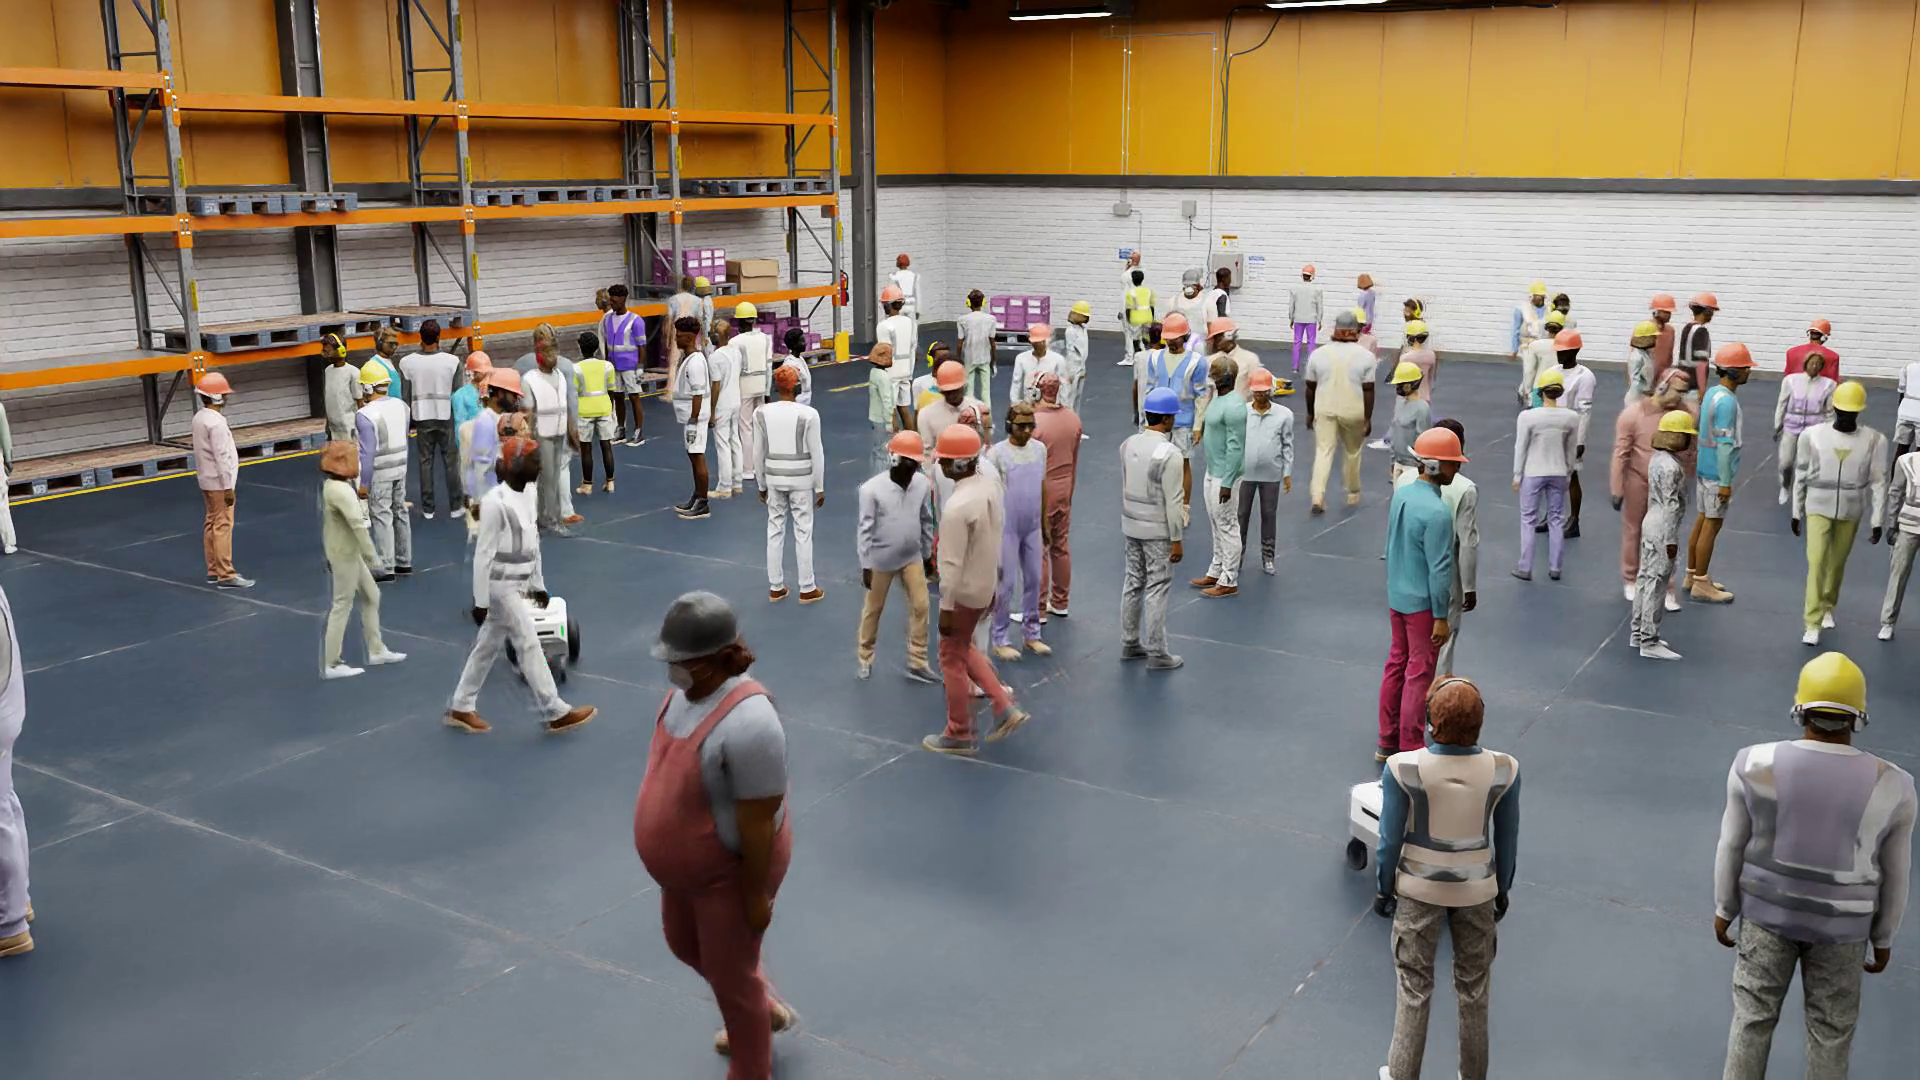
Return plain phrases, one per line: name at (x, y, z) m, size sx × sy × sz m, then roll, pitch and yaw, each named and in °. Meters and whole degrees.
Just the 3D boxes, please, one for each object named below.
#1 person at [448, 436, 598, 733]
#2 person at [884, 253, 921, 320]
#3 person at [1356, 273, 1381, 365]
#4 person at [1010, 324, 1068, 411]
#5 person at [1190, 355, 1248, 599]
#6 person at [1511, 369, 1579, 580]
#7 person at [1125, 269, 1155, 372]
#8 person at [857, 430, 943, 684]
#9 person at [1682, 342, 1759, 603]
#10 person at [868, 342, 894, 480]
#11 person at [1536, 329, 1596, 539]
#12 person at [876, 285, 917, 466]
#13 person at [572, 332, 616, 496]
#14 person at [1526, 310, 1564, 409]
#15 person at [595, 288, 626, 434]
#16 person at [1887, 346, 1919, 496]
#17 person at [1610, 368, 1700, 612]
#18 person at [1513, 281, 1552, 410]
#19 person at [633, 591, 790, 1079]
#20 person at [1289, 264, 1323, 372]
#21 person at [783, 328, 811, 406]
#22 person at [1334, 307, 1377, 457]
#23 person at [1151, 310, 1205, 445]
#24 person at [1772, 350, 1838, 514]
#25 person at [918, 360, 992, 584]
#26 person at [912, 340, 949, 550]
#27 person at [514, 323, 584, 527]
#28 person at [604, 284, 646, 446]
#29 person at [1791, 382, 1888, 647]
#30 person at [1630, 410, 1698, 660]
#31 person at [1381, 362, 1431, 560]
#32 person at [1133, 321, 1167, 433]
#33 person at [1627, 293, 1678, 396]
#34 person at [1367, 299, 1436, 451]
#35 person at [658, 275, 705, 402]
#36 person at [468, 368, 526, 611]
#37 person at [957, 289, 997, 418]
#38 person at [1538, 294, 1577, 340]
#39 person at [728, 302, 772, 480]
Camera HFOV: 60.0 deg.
person at (-2.726, 0.291, 10.020) m, size 0.928 × 1.835 × 0.586 m, roll 1°, pitch 13°, yaw 3°
person at (-0.977, -3.896, 28.079) m, size 0.590 × 1.868 × 0.407 m, roll -6°, pitch 14°, yaw -24°
person at (6.531, -3.485, 26.834) m, size 0.408 × 1.616 × 0.523 m, roll 11°, pitch 17°, yaw 39°
person at (0.821, -1.437, 17.740) m, size 0.577 × 1.719 × 0.807 m, roll 5°, pitch 14°, yaw 20°
person at (2.077, -0.504, 13.217) m, size 0.373 × 1.940 × 0.629 m, roll -1°, pitch 13°, yaw -5°
person at (4.821, -0.533, 13.754) m, size 0.524 × 1.757 × 0.351 m, roll -1°, pitch 13°, yaw -5°
person at (2.927, -3.535, 26.940) m, size 0.534 × 1.676 × 0.435 m, roll -6°, pitch 14°, yaw -25°
person at (-0.429, 0.111, 11.043) m, size 0.591 × 1.711 × 0.607 m, roll -8°, pitch 15°, yaw -32°
person at (6.004, -0.537, 13.120) m, size 0.381 × 2.045 × 0.614 m, roll 3°, pitch 13°, yaw 13°
person at (-0.782, -1.187, 16.847) m, size 0.277 × 1.633 × 0.507 m, roll -4°, pitch 14°, yaw -18°
person at (5.545, -0.980, 15.308) m, size 0.387 × 1.929 × 0.546 m, roll -5°, pitch 14°, yaw -22°
person at (-0.759, -1.856, 18.851) m, size 0.377 × 2.041 × 0.616 m, roll 10°, pitch 16°, yaw 36°
person at (-3.806, -1.303, 17.213) m, size 0.535 × 1.697 × 0.318 m, roll -10°, pitch 16°, yaw -36°
person at (6.654, -1.701, 18.784) m, size 0.526 × 1.768 × 0.331 m, roll 5°, pitch 14°, yaw 20°
person at (-4.417, -2.258, 21.030) m, size 0.327 × 1.843 × 0.516 m, roll -1°, pitch 13°, yaw -4°
person at (9.780, -1.236, 16.944) m, size 0.319 × 1.688 × 0.538 m, roll -6°, pitch 14°, yaw -23°
person at (5.377, -0.381, 12.820) m, size 0.670 × 1.866 × 0.843 m, roll 1°, pitch 13°, yaw 4°
person at (7.894, -2.680, 22.951) m, size 0.599 × 1.808 × 0.812 m, roll -2°, pitch 13°, yaw -10°
person at (-0.844, 1.109, 5.997) m, size 0.653 × 2.000 × 0.707 m, roll -8°, pitch 15°, yaw -31°
person at (5.619, -3.588, 26.996) m, size 0.565 × 1.751 × 0.330 m, roll 6°, pitch 14°, yaw 24°
person at (-1.728, -1.396, 17.608) m, size 0.318 × 1.700 × 0.535 m, roll 1°, pitch 13°, yaw 5°
person at (4.581, -1.824, 19.349) m, size 0.523 × 1.755 × 0.401 m, roll 0°, pitch 13°, yaw 1°
person at (2.312, -1.591, 18.188) m, size 0.650 × 1.820 × 0.584 m, roll 9°, pitch 15°, yaw 33°
person at (8.256, -1.058, 16.285) m, size 0.547 × 1.624 × 0.384 m, roll 6°, pitch 14°, yaw 25°
person at (-0.036, -0.489, 13.193) m, size 0.622 × 1.936 × 0.862 m, roll -2°, pitch 13°, yaw -9°
person at (-0.191, -0.842, 14.825) m, size 0.521 × 1.876 × 0.334 m, roll -9°, pitch 16°, yaw -34°
person at (-3.881, -1.078, 15.723) m, size 0.630 × 1.933 × 0.372 m, roll 4°, pitch 13°, yaw 15°
person at (-4.073, -2.120, 20.161) m, size 0.609 × 1.964 × 0.367 m, roll 8°, pitch 15°, yaw 30°
person at (6.381, -0.216, 12.101) m, size 0.600 × 1.880 × 0.897 m, roll 5°, pitch 14°, yaw 21°
person at (4.936, -0.044, 11.654) m, size 0.288 × 1.743 × 0.487 m, roll 2°, pitch 13°, yaw 8°
person at (3.821, -0.647, 14.244) m, size 0.342 × 1.755 × 0.530 m, roll -3°, pitch 13°, yaw -13°
person at (1.950, -1.258, 16.680) m, size 0.524 × 1.857 × 0.346 m, roll 13°, pitch 18°, yaw 43°
person at (7.823, -1.812, 18.830) m, size 0.638 × 1.972 × 0.521 m, roll -6°, pitch 14°, yaw -23°
person at (5.400, -1.973, 19.874) m, size 1.006 × 1.815 × 0.516 m, roll -2°, pitch 13°, yaw -9°
person at (-3.997, -2.867, 23.775) m, size 0.710 × 1.806 × 0.380 m, roll -2°, pitch 13°, yaw -7°
person at (-3.507, -0.347, 12.635) m, size 0.573 × 1.889 × 0.633 m, roll -2°, pitch 13°, yaw -8°
person at (0.209, -2.183, 20.684) m, size 0.508 × 1.860 × 0.334 m, roll -1°, pitch 13°, yaw -4°
person at (7.395, -2.167, 20.725) m, size 0.519 × 1.813 × 0.999 m, roll -1°, pitch 13°, yaw -3°
person at (-2.294, -1.612, 18.044) m, size 0.370 × 1.925 × 0.594 m, roll 11°, pitch 17°, yaw 39°
